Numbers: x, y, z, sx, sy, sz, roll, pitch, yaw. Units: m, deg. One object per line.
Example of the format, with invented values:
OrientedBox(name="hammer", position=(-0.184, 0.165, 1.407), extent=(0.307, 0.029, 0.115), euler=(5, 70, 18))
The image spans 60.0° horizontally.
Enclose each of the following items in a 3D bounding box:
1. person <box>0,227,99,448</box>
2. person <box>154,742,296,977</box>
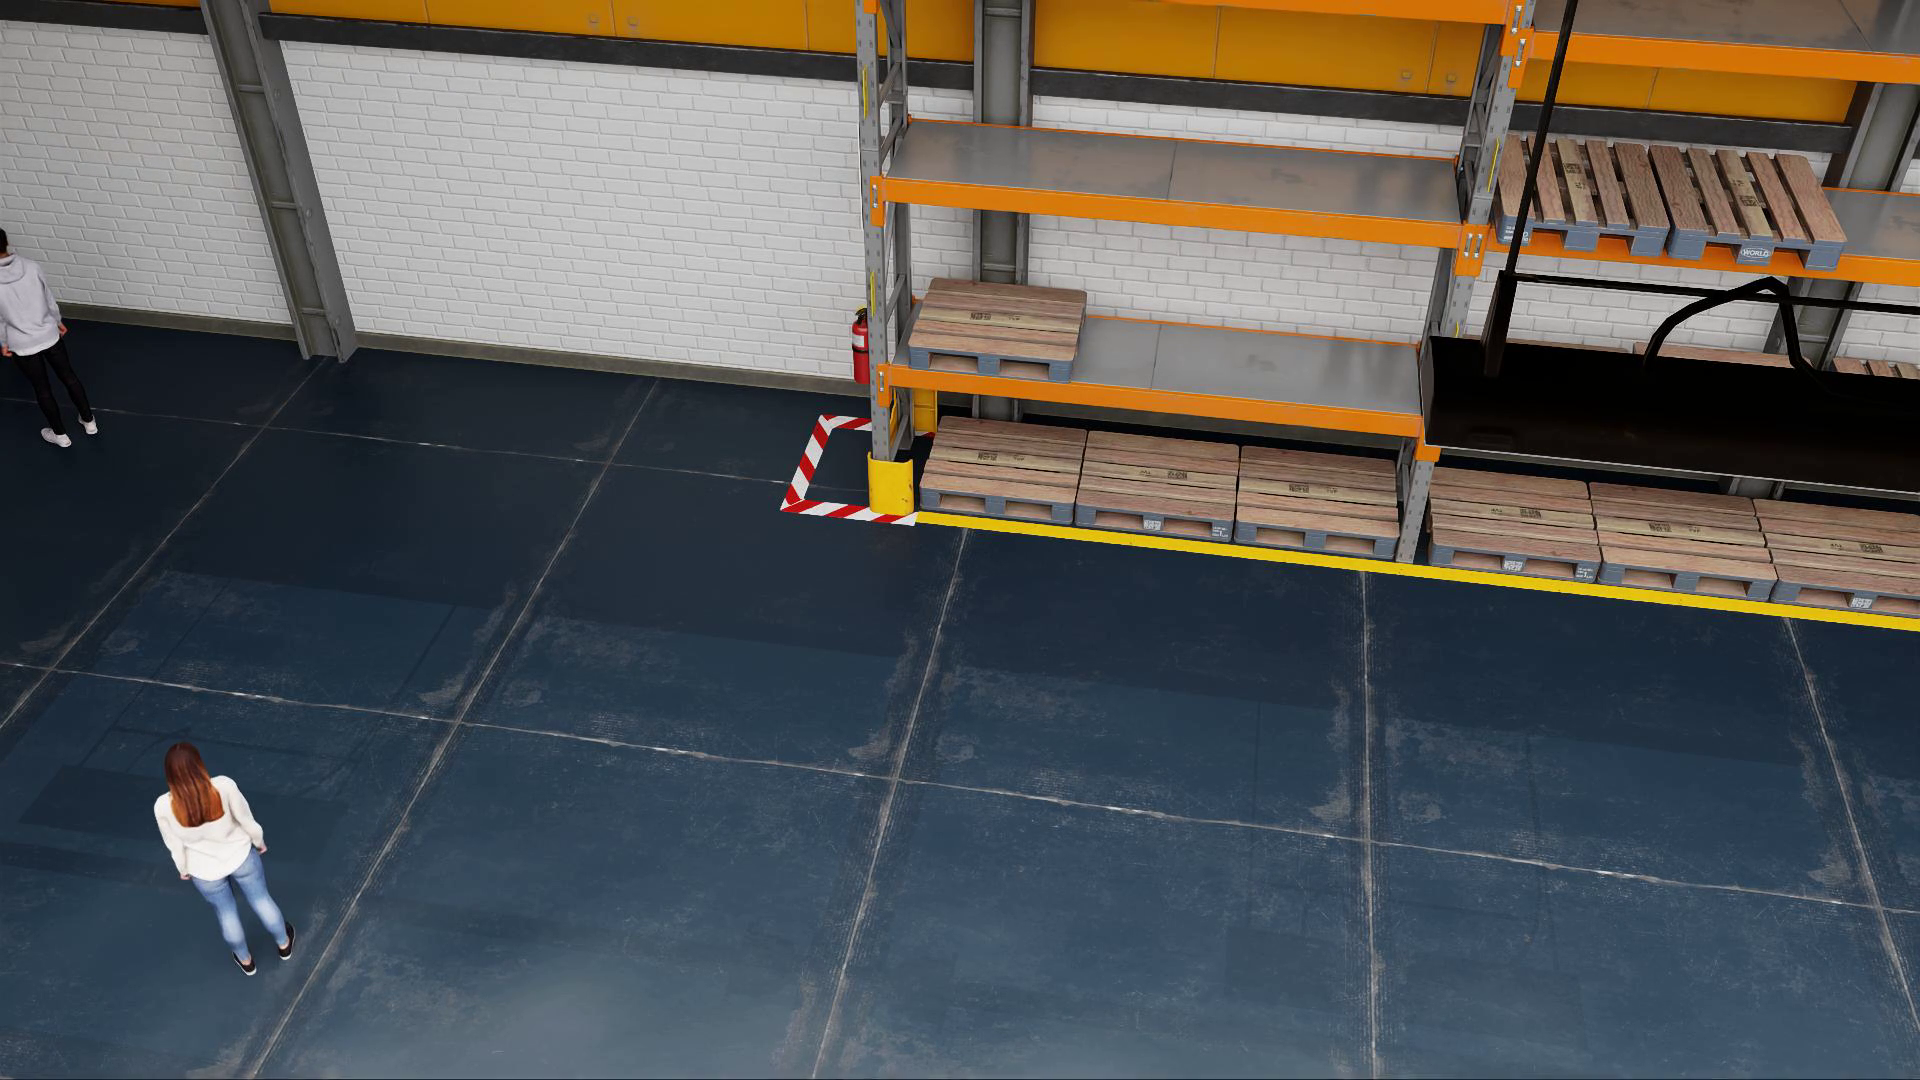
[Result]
OrientedBox(name="person", position=(-7.329, -1.622, 13.163), extent=(0.780, 1.931, 0.777), euler=(28, 46, 30))
OrientedBox(name="person", position=(-4.049, 1.750, 9.133), extent=(0.687, 1.691, 0.770), euler=(-19, 42, -22))
